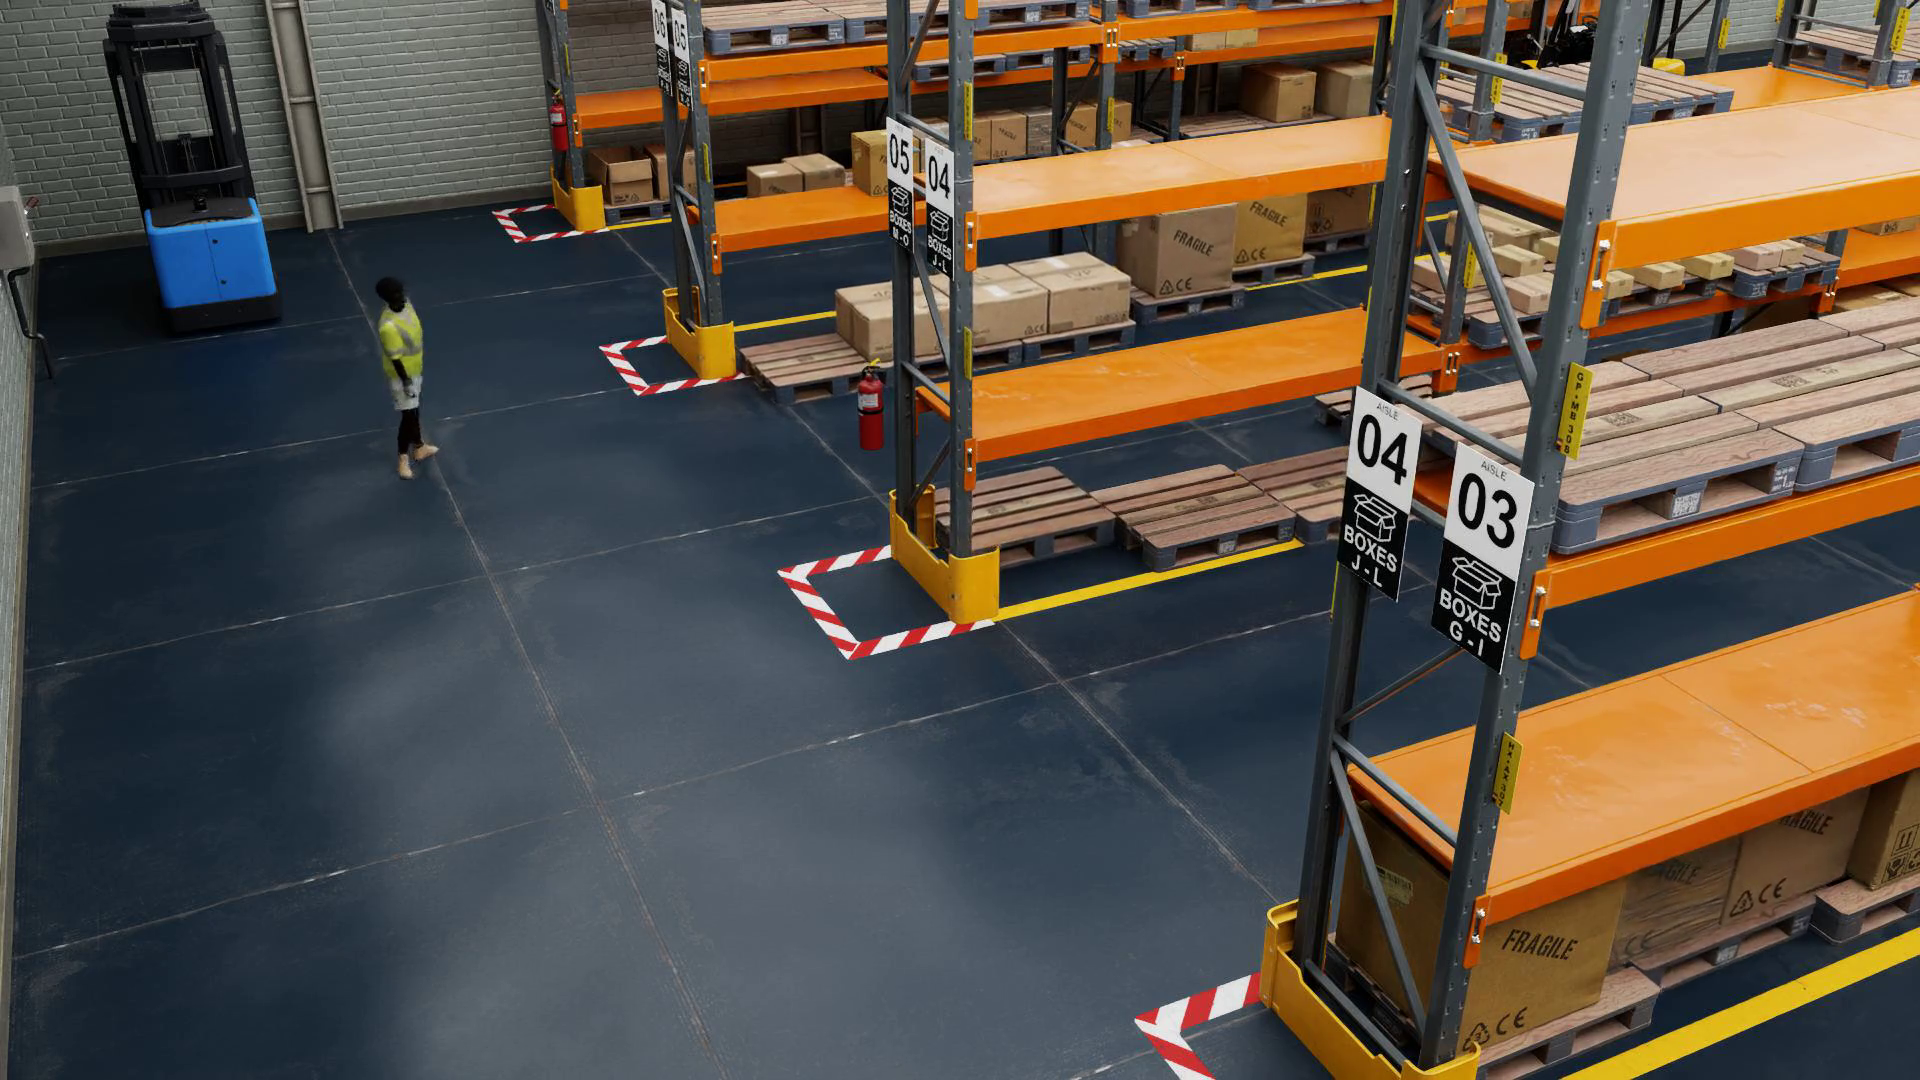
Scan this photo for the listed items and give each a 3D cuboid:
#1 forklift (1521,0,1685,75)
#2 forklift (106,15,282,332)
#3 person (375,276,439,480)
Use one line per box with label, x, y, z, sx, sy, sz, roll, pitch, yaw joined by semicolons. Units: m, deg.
forklift;8.950;-6.807;23.056;1.214;2.155;2.313;-12;30;-22
forklift;-7.548;-3.672;16.323;1.129;2.768;1.873;-12;30;-22
person;-4.378;-1.335;13.150;0.318;1.660;0.621;-2;28;-4
